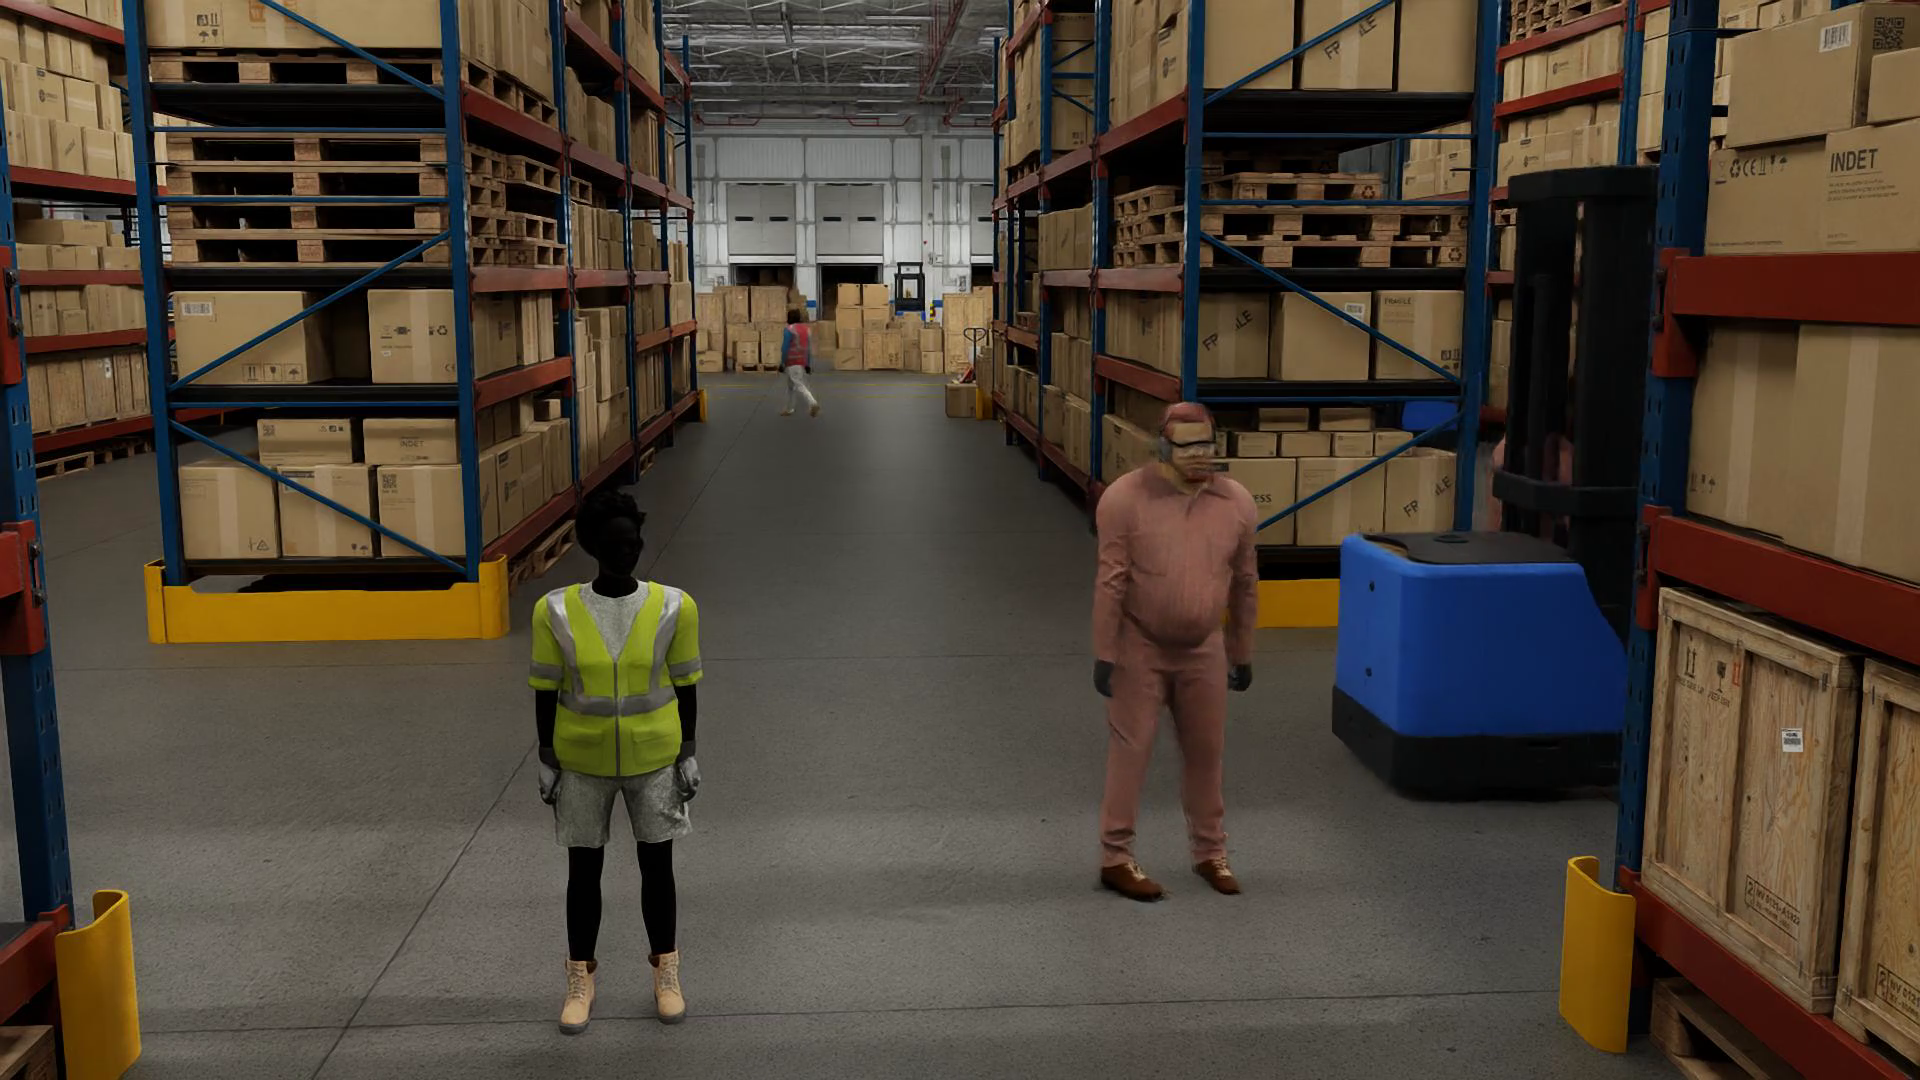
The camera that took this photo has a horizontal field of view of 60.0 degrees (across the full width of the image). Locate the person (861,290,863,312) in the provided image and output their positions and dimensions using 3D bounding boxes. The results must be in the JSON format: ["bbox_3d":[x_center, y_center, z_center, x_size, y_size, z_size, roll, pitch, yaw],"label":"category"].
[{"bbox_3d":[-2.964,-6.939,52.428,0.527,1.919,0.560,-4,10,-21],"label":"person"}]

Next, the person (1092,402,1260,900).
[{"bbox_3d":[0.818,0.420,6.314,0.707,1.898,0.433,-2,9,-9],"label":"person"}]

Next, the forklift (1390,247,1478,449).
[{"bbox_3d":[5.907,-2.618,22.267,1.873,2.768,1.129,-1,9,-5],"label":"forklift"}]

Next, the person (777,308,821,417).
[{"bbox_3d":[-2.675,-2.934,27.607,0.838,1.819,0.624,4,10,24],"label":"person"}]

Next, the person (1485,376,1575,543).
[{"bbox_3d":[2.884,0.099,8.393,0.978,1.871,0.654,-2,9,-13],"label":"person"}]

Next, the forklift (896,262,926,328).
[{"bbox_3d":[-1.780,-8.547,59.499,1.129,2.768,1.873,-1,9,-4],"label":"forklift"}]

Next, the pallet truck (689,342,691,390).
[{"bbox_3d":[-5.225,-3.008,27.480,1.885,1.965,0.823,2,9,14],"label":"pallet truck"}]

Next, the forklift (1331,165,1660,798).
[{"bbox_3d":[2.829,-0.308,7.767,1.873,2.768,1.129,-1,9,-5],"label":"forklift"}]

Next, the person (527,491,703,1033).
[{"bbox_3d":[-1.069,0.688,5.205,0.538,1.700,0.317,-2,9,-11],"label":"person"}]
